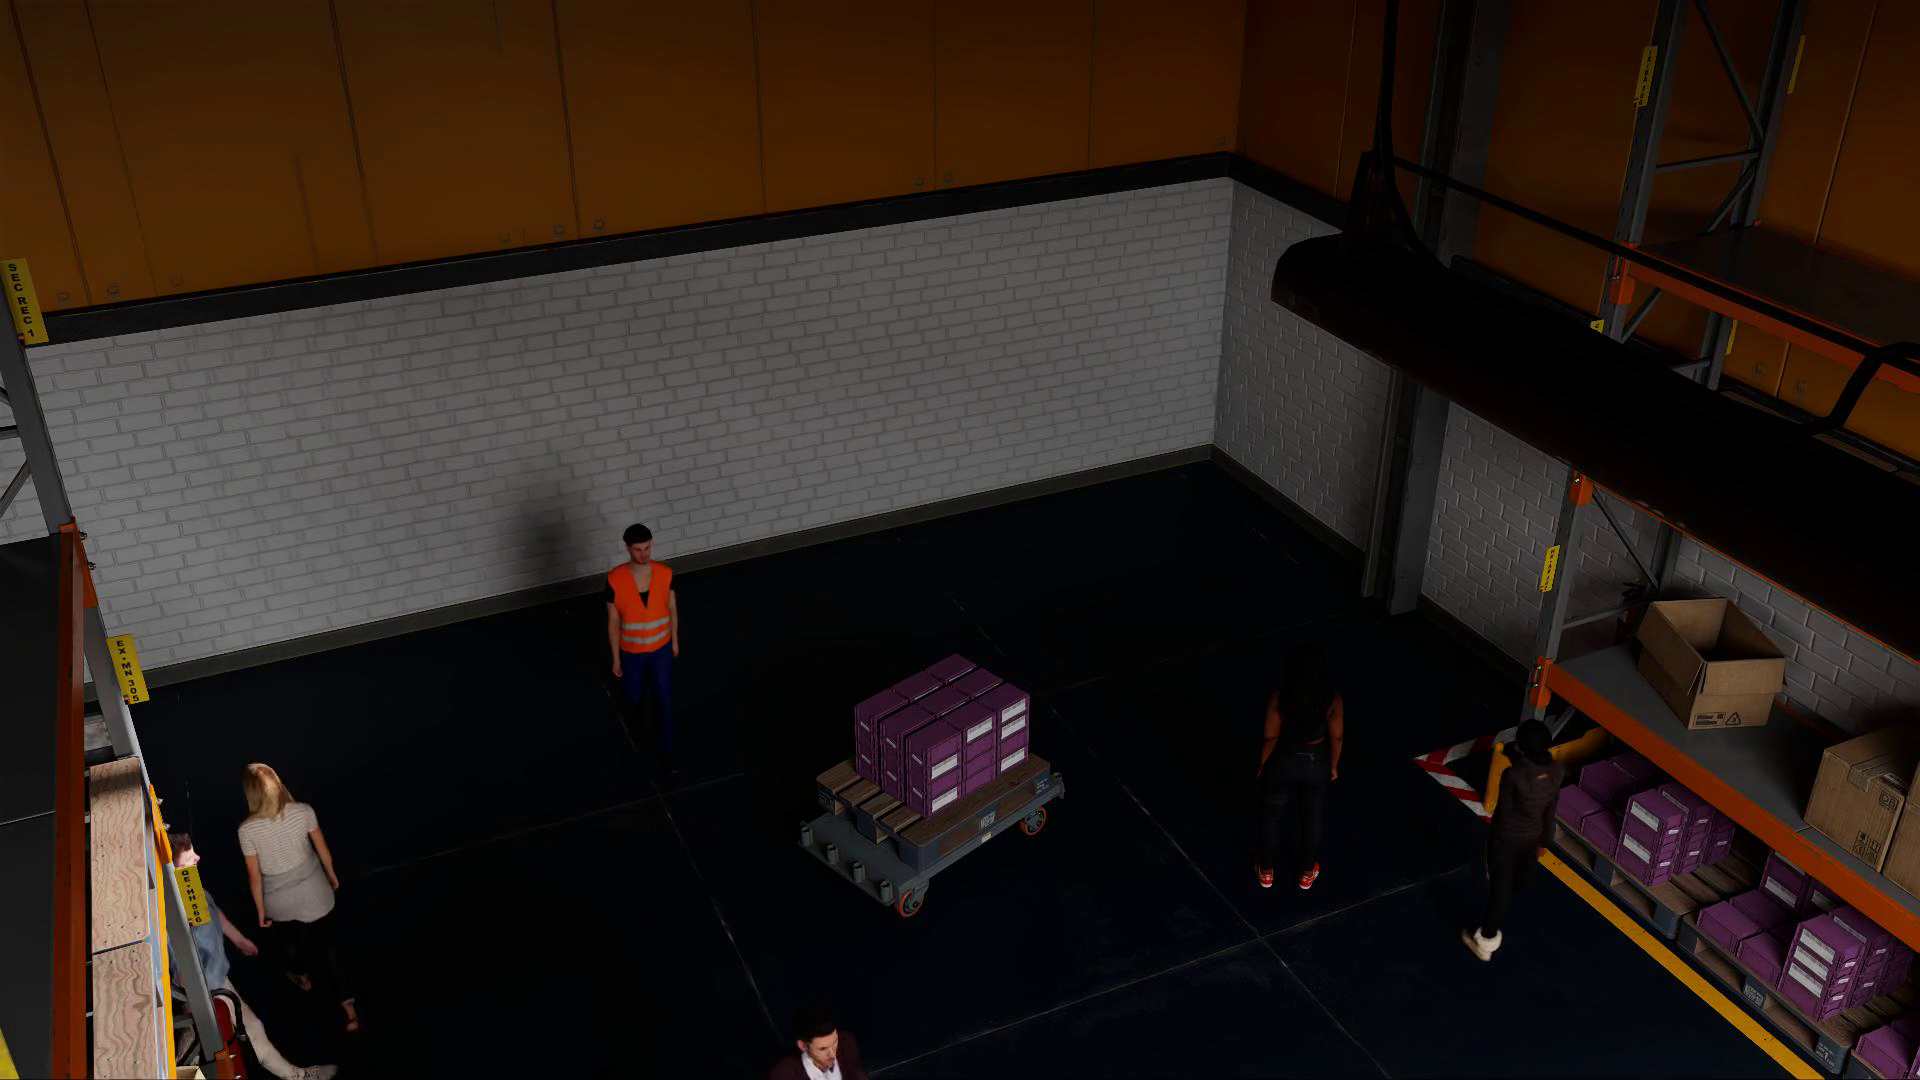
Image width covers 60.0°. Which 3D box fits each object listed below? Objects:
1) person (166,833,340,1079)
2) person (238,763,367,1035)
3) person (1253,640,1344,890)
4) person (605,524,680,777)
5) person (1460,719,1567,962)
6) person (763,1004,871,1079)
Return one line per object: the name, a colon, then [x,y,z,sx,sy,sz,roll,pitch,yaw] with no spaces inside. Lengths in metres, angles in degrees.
person: [-4.082,2.321,8.785,0.707,1.813,0.981,-12,31,-22]
person: [-3.680,2.052,9.312,0.726,1.781,1.182,-16,32,-26]
person: [2.115,1.415,10.442,0.766,1.817,0.787,3,29,6]
person: [-2.246,0.703,11.701,0.759,1.862,1.143,-9,30,-16]
person: [3.282,1.720,10.052,0.688,1.655,0.909,-9,30,-16]
person: [-0.719,2.834,7.851,1.304,1.807,0.998,23,36,36]
